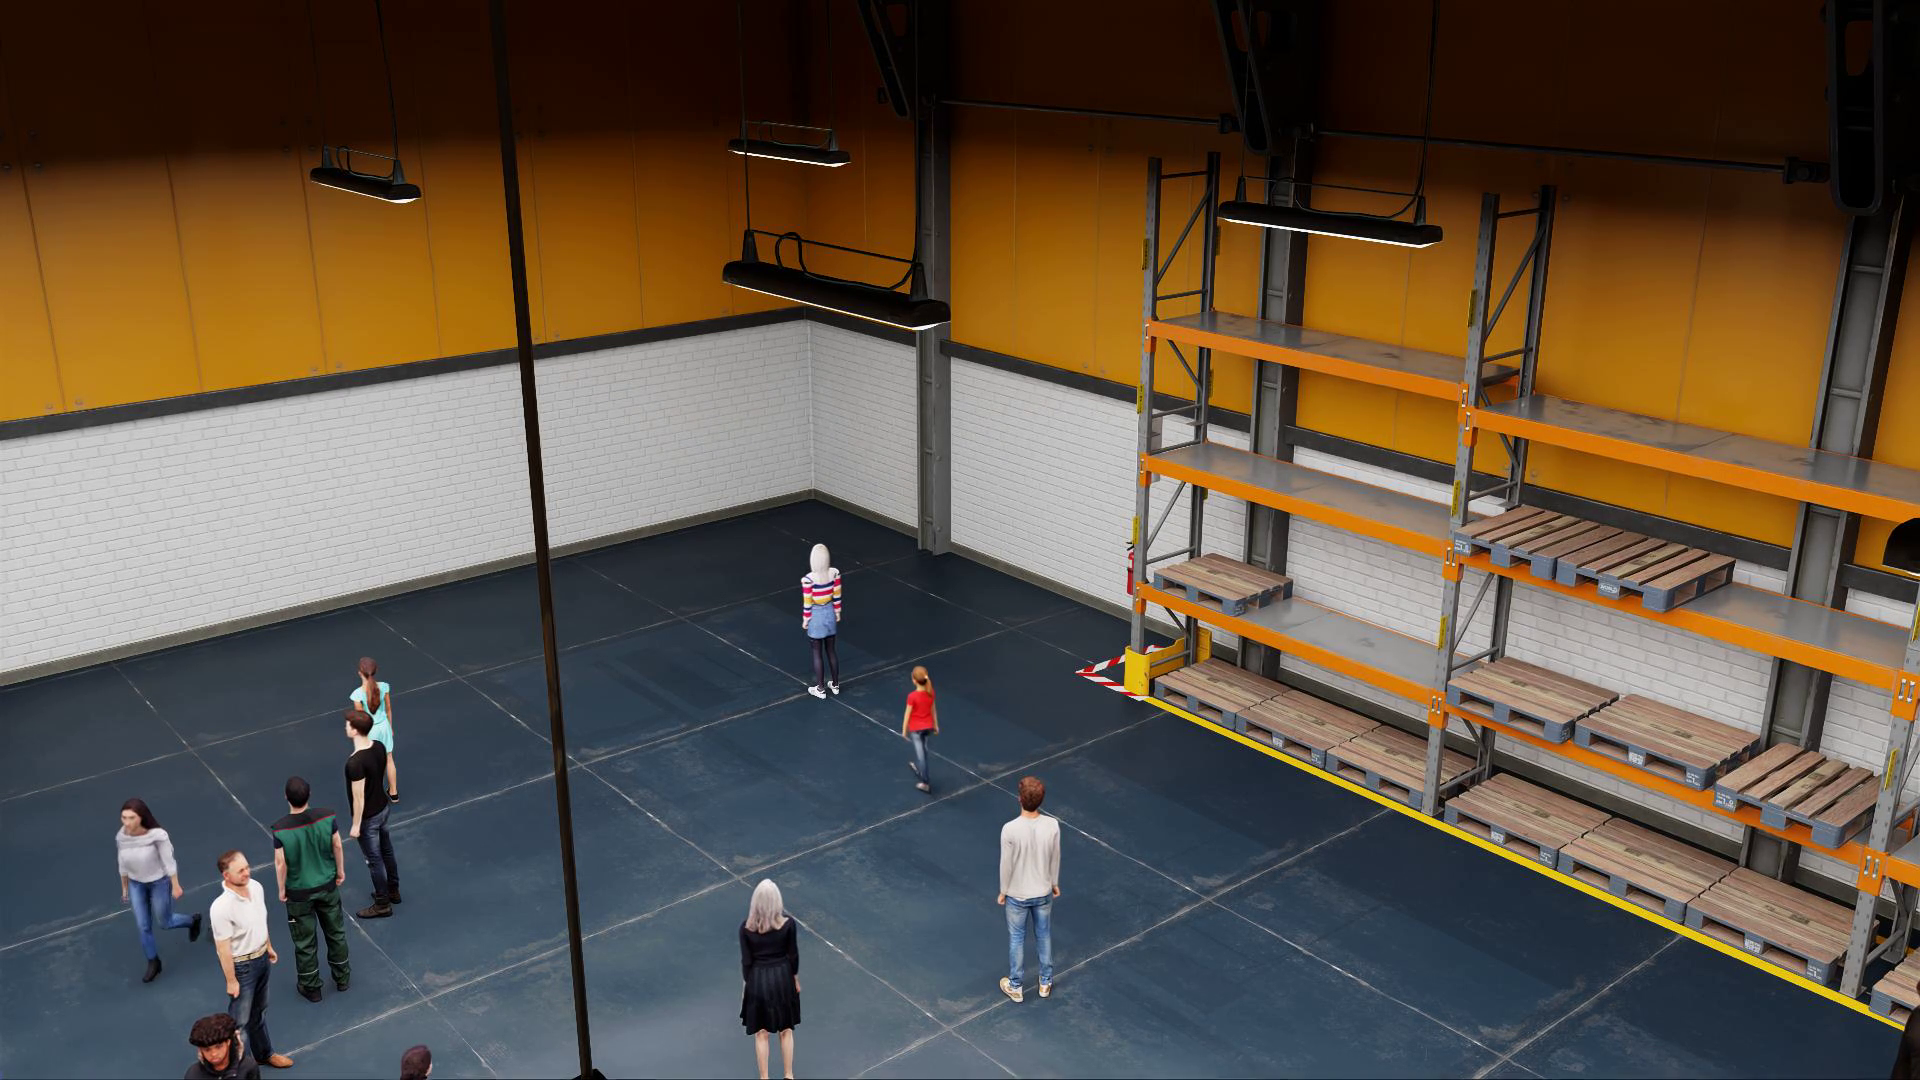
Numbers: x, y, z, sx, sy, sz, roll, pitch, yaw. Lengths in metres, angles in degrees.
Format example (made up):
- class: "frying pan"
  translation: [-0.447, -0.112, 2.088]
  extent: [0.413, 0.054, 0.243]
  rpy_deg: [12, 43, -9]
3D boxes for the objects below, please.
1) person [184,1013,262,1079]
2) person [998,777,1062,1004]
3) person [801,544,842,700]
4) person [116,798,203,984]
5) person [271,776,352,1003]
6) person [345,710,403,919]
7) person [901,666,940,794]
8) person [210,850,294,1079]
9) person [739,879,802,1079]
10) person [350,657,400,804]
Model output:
- class: "person"
  translation: [-4.554, 3.736, 10.385]
  extent: [0.665, 1.779, 0.636]
  rpy_deg: [-11, 21, -29]
- class: "person"
  translation: [0.552, 2.753, 13.107]
  extent: [0.744, 1.905, 0.735]
  rpy_deg: [-5, 19, -14]
- class: "person"
  translation: [-1.557, 0.897, 18.769]
  extent: [0.664, 1.808, 0.513]
  rpy_deg: [-13, 23, -34]
- class: "person"
  translation: [-6.516, 2.774, 13.510]
  extent: [0.934, 1.608, 0.977]
  rpy_deg: [4, 19, 12]
- class: "person"
  translation: [-5.134, 2.736, 13.163]
  extent: [0.658, 1.901, 0.553]
  rpy_deg: [-15, 24, -37]
- class: "person"
  translation: [-5.071, 2.343, 14.338]
  extent: [0.806, 1.897, 0.750]
  rpy_deg: [2, 19, 6]
- class: "person"
  translation: [-0.351, 1.904, 16.588]
  extent: [0.557, 1.293, 0.795]
  rpy_deg: [-12, 22, -31]
- class: "person"
  translation: [-5.241, 3.096, 12.166]
  extent: [0.771, 1.856, 0.753]
  rpy_deg: [5, 19, 15]
- class: "person"
  translation: [-1.360, 3.222, 11.962]
  extent: [0.695, 1.747, 0.712]
  rpy_deg: [-4, 19, -11]
- class: "person"
  translation: [-5.727, 1.868, 16.278]
  extent: [0.559, 1.558, 0.561]
  rpy_deg: [17, 25, 42]
